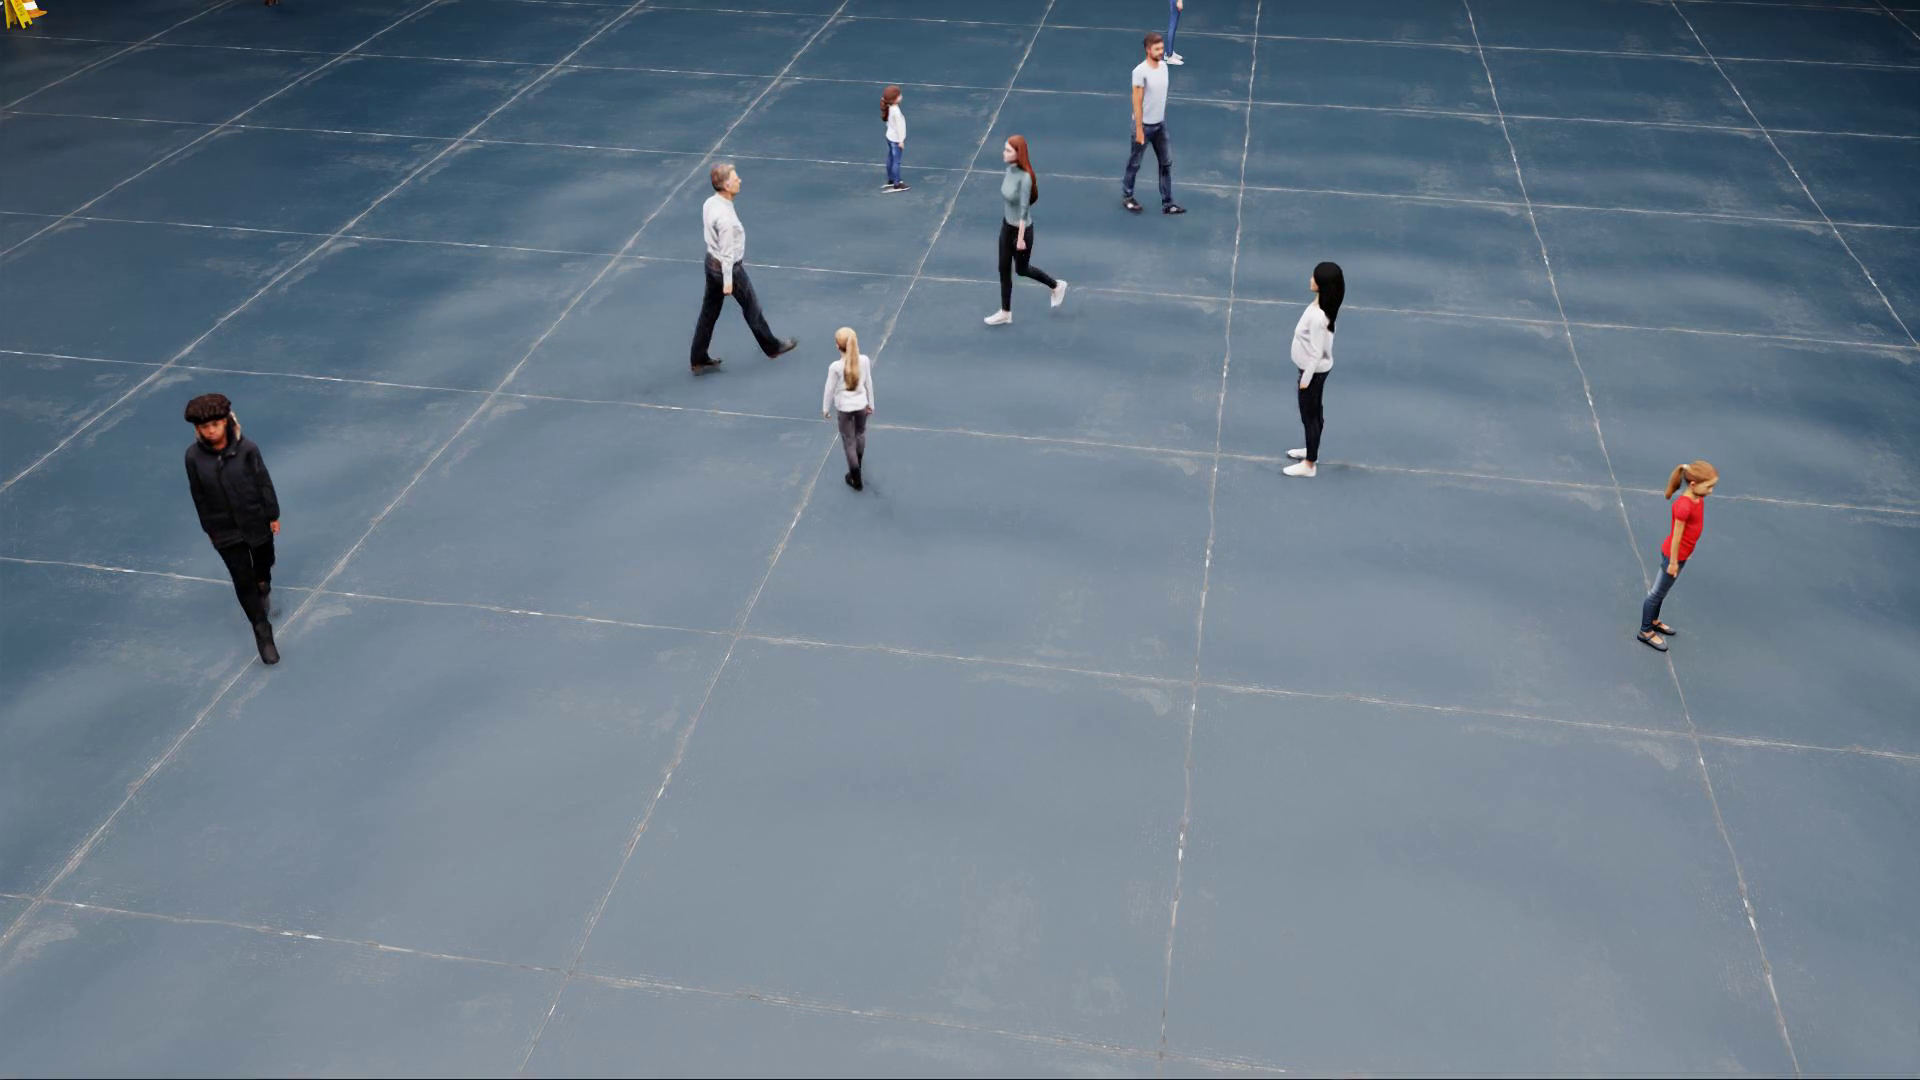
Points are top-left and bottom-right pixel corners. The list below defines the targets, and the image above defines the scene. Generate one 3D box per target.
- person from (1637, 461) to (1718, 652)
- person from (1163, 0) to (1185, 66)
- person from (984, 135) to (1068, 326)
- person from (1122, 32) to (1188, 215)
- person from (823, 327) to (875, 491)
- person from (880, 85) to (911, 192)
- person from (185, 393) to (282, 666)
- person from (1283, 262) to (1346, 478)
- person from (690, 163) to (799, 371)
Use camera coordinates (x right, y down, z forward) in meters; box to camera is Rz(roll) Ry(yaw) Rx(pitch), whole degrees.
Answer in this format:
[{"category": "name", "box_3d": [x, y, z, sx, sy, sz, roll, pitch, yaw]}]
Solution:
[{"category": "person", "box_3d": [4.558, 0.070, 10.604, 0.604, 1.307, 0.567, 22, 38, 31]}, {"category": "person", "box_3d": [2.801, -7.080, 21.531, 0.507, 1.742, 0.577, 4, 32, 6]}, {"category": "person", "box_3d": [0.584, -2.710, 14.623, 1.090, 1.722, 0.898, -11, 34, -17]}, {"category": "person", "box_3d": [1.847, -4.236, 16.931, 1.026, 1.841, 1.104, -23, 39, -32]}, {"category": "person", "box_3d": [-0.780, -0.950, 12.258, 0.750, 1.267, 0.780, -13, 35, -20]}, {"category": "person", "box_3d": [-0.698, -4.299, 17.716, 0.574, 1.110, 0.527, -13, 34, -19]}, {"category": "person", "box_3d": [-4.570, -0.151, 10.539, 1.134, 1.750, 1.138, -17, 36, -25]}, {"category": "person", "box_3d": [2.640, -1.275, 12.369, 0.597, 1.699, 0.647, 10, 34, 15]}, {"category": "person", "box_3d": [-2.025, -2.223, 13.806, 1.263, 1.769, 1.103, -14, 35, -22]}]
